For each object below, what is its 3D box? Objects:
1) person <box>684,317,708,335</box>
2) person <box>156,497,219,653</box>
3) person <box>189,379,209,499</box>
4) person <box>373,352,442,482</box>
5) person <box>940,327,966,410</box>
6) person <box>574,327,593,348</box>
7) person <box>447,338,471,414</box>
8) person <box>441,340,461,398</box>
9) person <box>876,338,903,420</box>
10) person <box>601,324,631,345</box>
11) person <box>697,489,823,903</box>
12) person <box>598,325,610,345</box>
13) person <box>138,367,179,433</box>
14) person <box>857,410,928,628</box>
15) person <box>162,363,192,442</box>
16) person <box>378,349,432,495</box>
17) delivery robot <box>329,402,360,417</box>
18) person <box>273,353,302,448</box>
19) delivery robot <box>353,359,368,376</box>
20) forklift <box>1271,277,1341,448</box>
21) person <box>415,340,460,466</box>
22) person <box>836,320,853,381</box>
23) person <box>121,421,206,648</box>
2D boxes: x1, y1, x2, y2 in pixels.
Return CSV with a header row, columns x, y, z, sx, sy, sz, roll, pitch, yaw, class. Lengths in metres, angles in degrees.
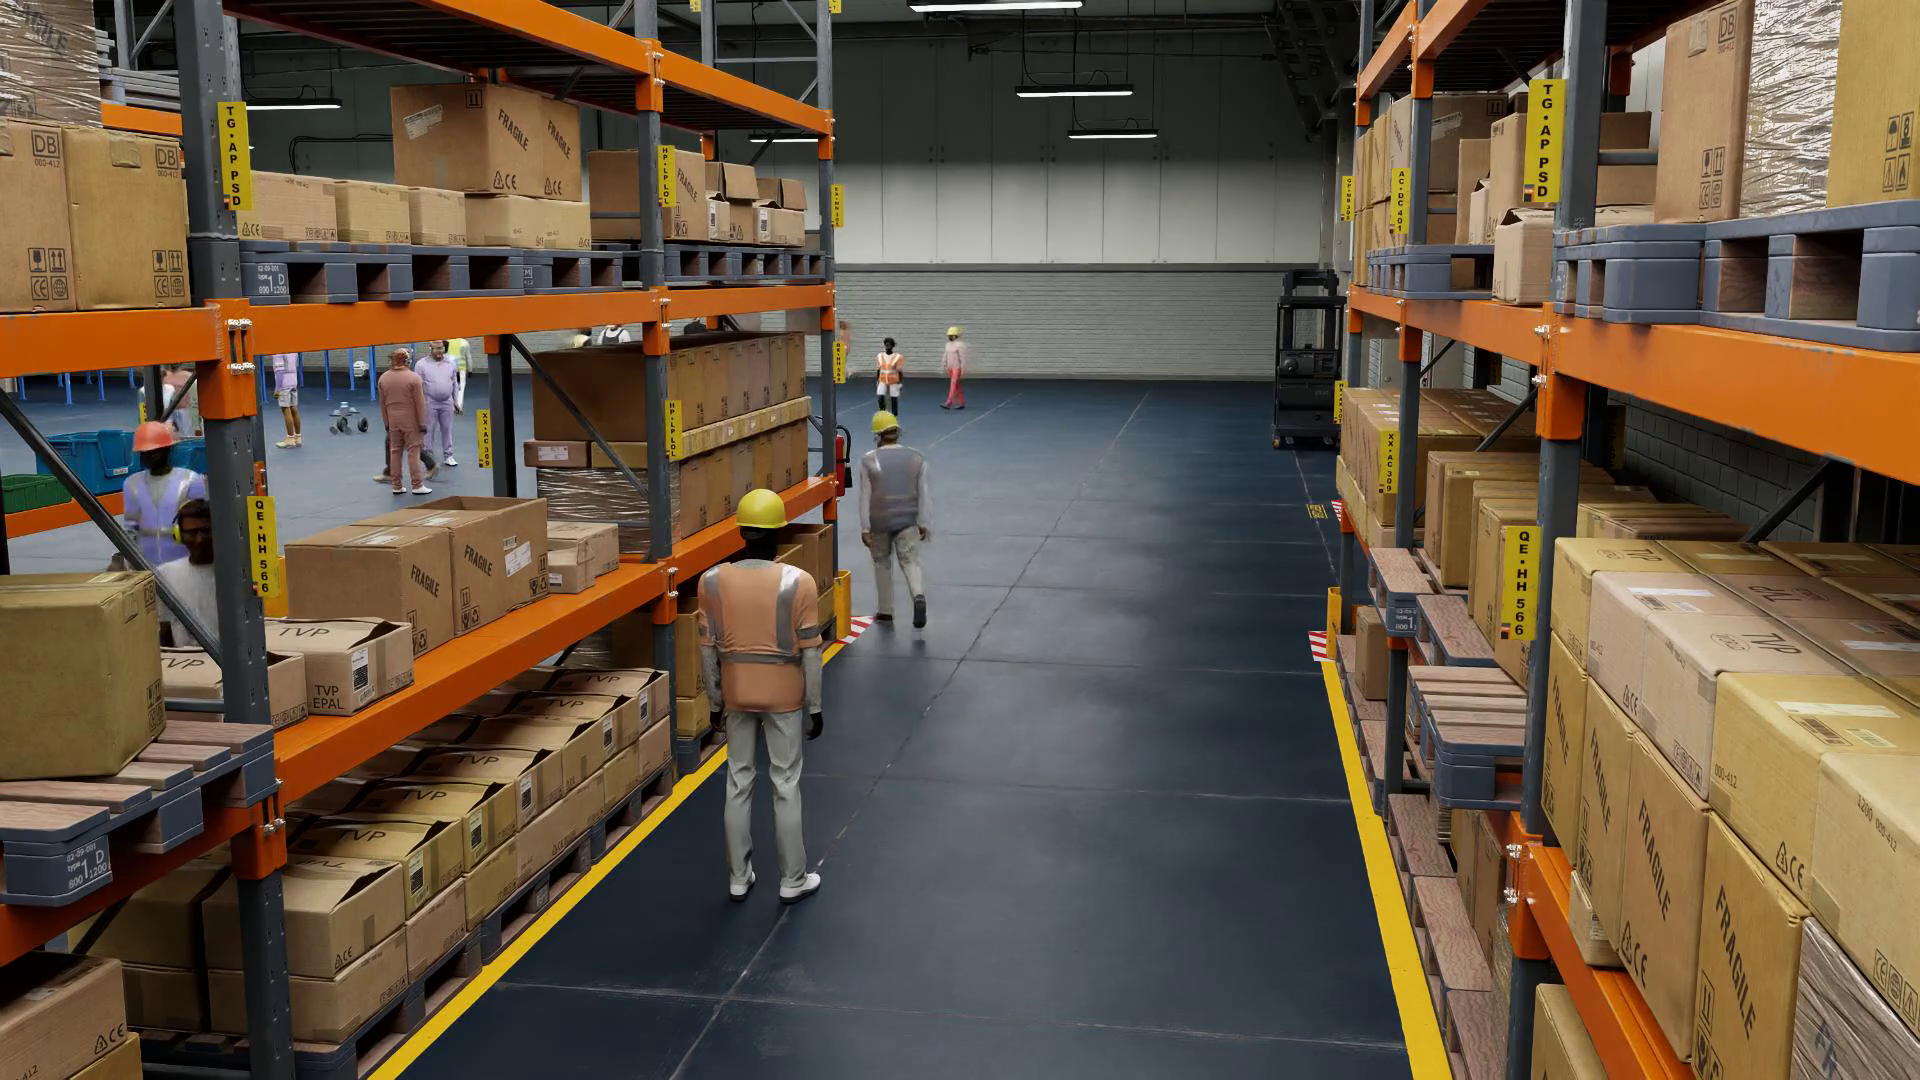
x,y,z,sx,sy,sz,roll,pitch,yaw,class
-6.341,-4.553,40.073,0.612,1.984,0.401,1,9,6,person
-3.679,0.685,8.209,0.523,1.846,0.786,-4,10,-21,person
-9.293,-1.405,20.760,0.380,1.951,0.603,7,11,35,person
-7.693,-1.709,23.063,0.881,1.815,0.522,-3,10,-20,person
-0.164,-3.598,34.964,0.909,1.724,0.522,-8,12,-42,person
-8.143,-3.750,35.726,0.884,1.803,0.637,-5,11,-29,person
-10.373,-3.501,34.159,0.623,1.812,0.924,-2,9,-11,person
-9.482,-2.867,30.588,0.527,1.678,0.593,1,9,5,person
-1.327,-2.918,30.893,0.548,1.672,0.651,3,10,16,person
-7.359,-3.798,35.372,0.710,2.000,0.536,4,10,22,person
-0.913,0.722,7.713,0.587,1.928,0.362,2,9,11,person
-7.678,-3.923,36.688,0.593,1.823,0.403,-1,9,-6,person
-11.161,-1.610,23.064,0.617,1.611,0.525,6,11,33,person
-0.527,-0.147,13.528,0.606,1.798,0.772,-3,10,-19,person
-11.612,-1.941,24.645,0.545,1.751,0.451,-1,9,-6,person
-7.255,-1.548,21.777,0.645,1.908,0.408,2,10,14,person
-11.128,-2.373,30.066,0.335,0.223,0.698,2,10,12,delivery robot
-11.204,-2.557,27.575,0.396,2.044,0.609,1,9,7,person
-16.249,-4.664,44.992,0.477,0.478,0.707,-2,9,-11,delivery robot
5.847,-3.016,27.970,1.129,2.768,1.873,1,9,9,forklift
-7.796,-2.051,24.874,0.639,1.912,0.407,-7,11,-35,person
-3.068,-4.905,43.309,0.366,1.627,0.534,5,10,26,person
-5.367,0.156,11.229,0.566,1.915,0.569,0,9,1,person
